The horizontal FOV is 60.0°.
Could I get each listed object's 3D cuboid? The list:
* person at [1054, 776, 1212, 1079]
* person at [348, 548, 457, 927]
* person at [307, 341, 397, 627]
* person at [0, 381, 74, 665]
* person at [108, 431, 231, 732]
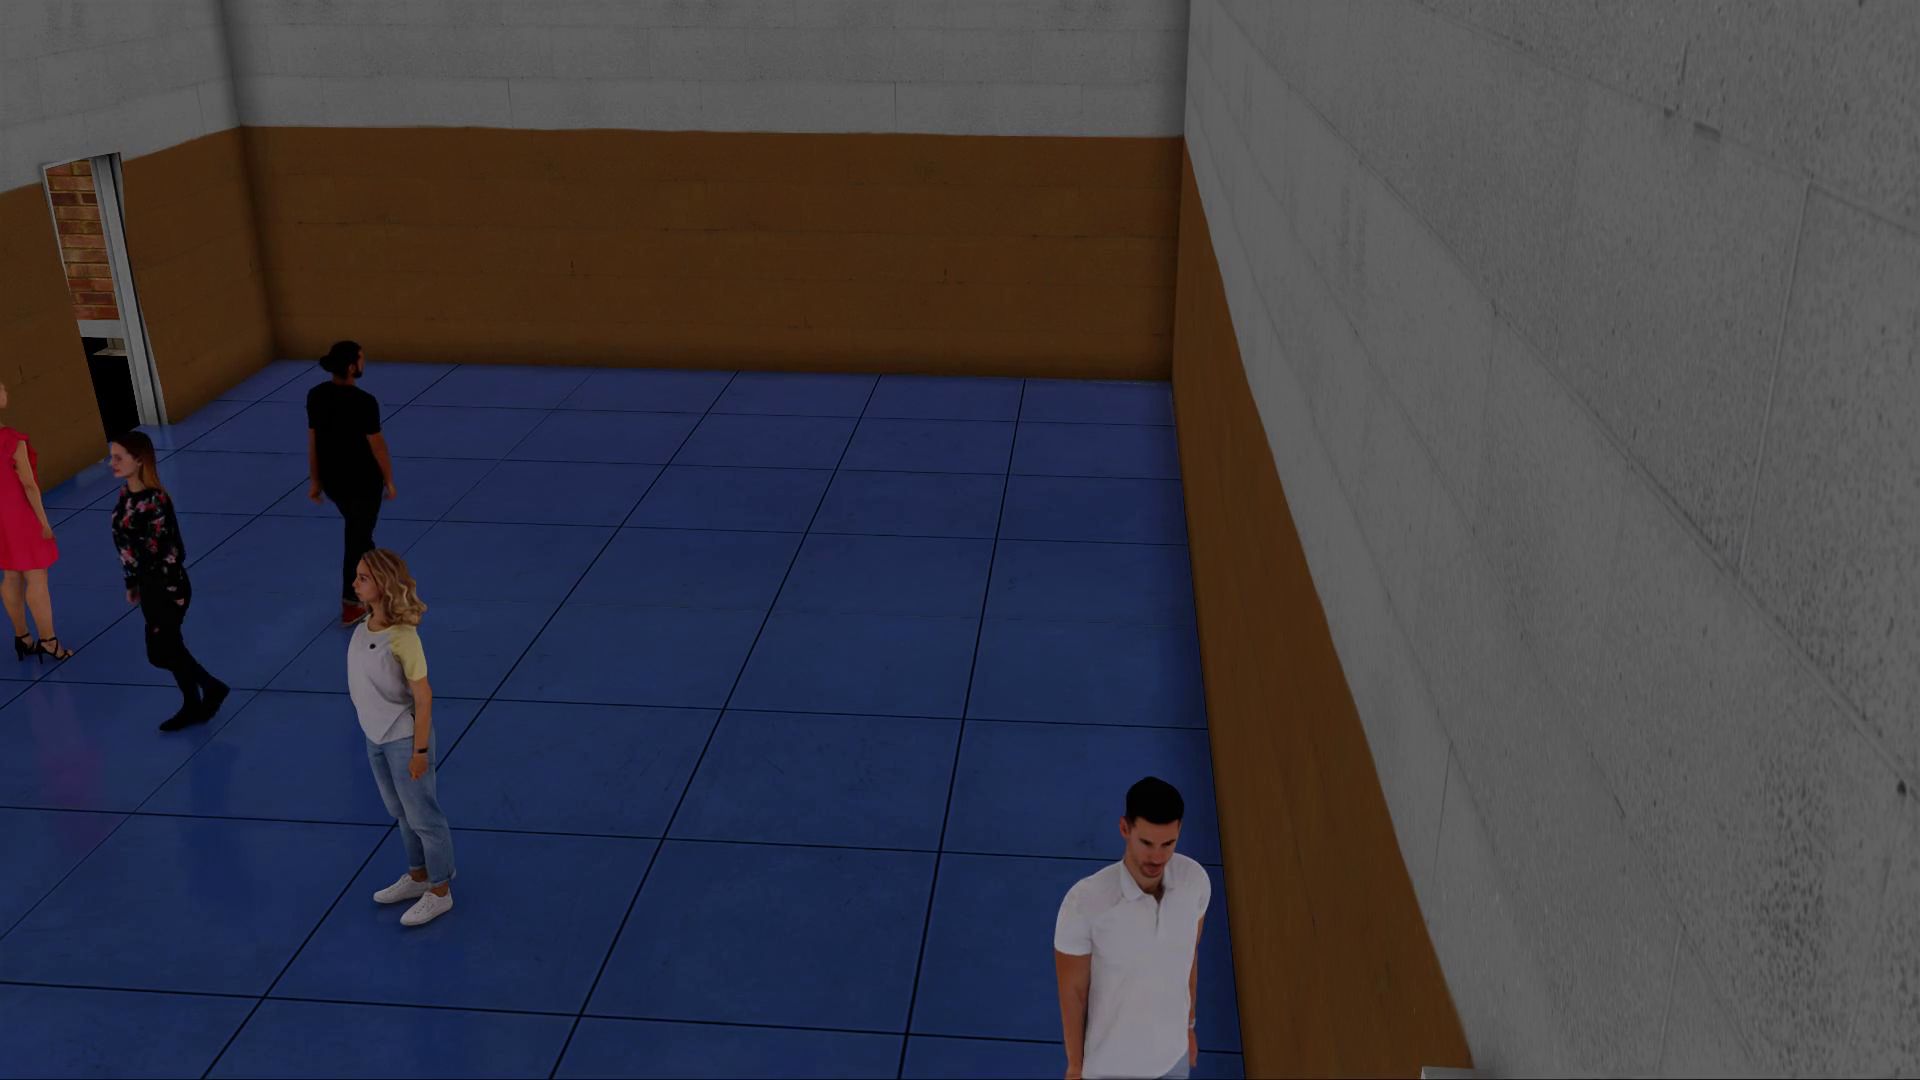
[{"bbox_3d":[0.528,1.556,5.172,0.689,1.861,0.820,-9,24,-22],"label":"person"},{"bbox_3d":[-2.390,0.836,7.127,0.770,1.723,0.694,-20,29,-40],"label":"person"},{"bbox_3d":[-3.695,-0.304,9.978,0.930,1.729,0.834,6,23,15],"label":"person"},{"bbox_3d":[-5.421,-0.119,9.519,0.561,1.728,0.689,8,23,19],"label":"person"},{"bbox_3d":[-4.127,0.214,8.758,0.718,1.678,0.783,20,29,40],"label":"person"}]
